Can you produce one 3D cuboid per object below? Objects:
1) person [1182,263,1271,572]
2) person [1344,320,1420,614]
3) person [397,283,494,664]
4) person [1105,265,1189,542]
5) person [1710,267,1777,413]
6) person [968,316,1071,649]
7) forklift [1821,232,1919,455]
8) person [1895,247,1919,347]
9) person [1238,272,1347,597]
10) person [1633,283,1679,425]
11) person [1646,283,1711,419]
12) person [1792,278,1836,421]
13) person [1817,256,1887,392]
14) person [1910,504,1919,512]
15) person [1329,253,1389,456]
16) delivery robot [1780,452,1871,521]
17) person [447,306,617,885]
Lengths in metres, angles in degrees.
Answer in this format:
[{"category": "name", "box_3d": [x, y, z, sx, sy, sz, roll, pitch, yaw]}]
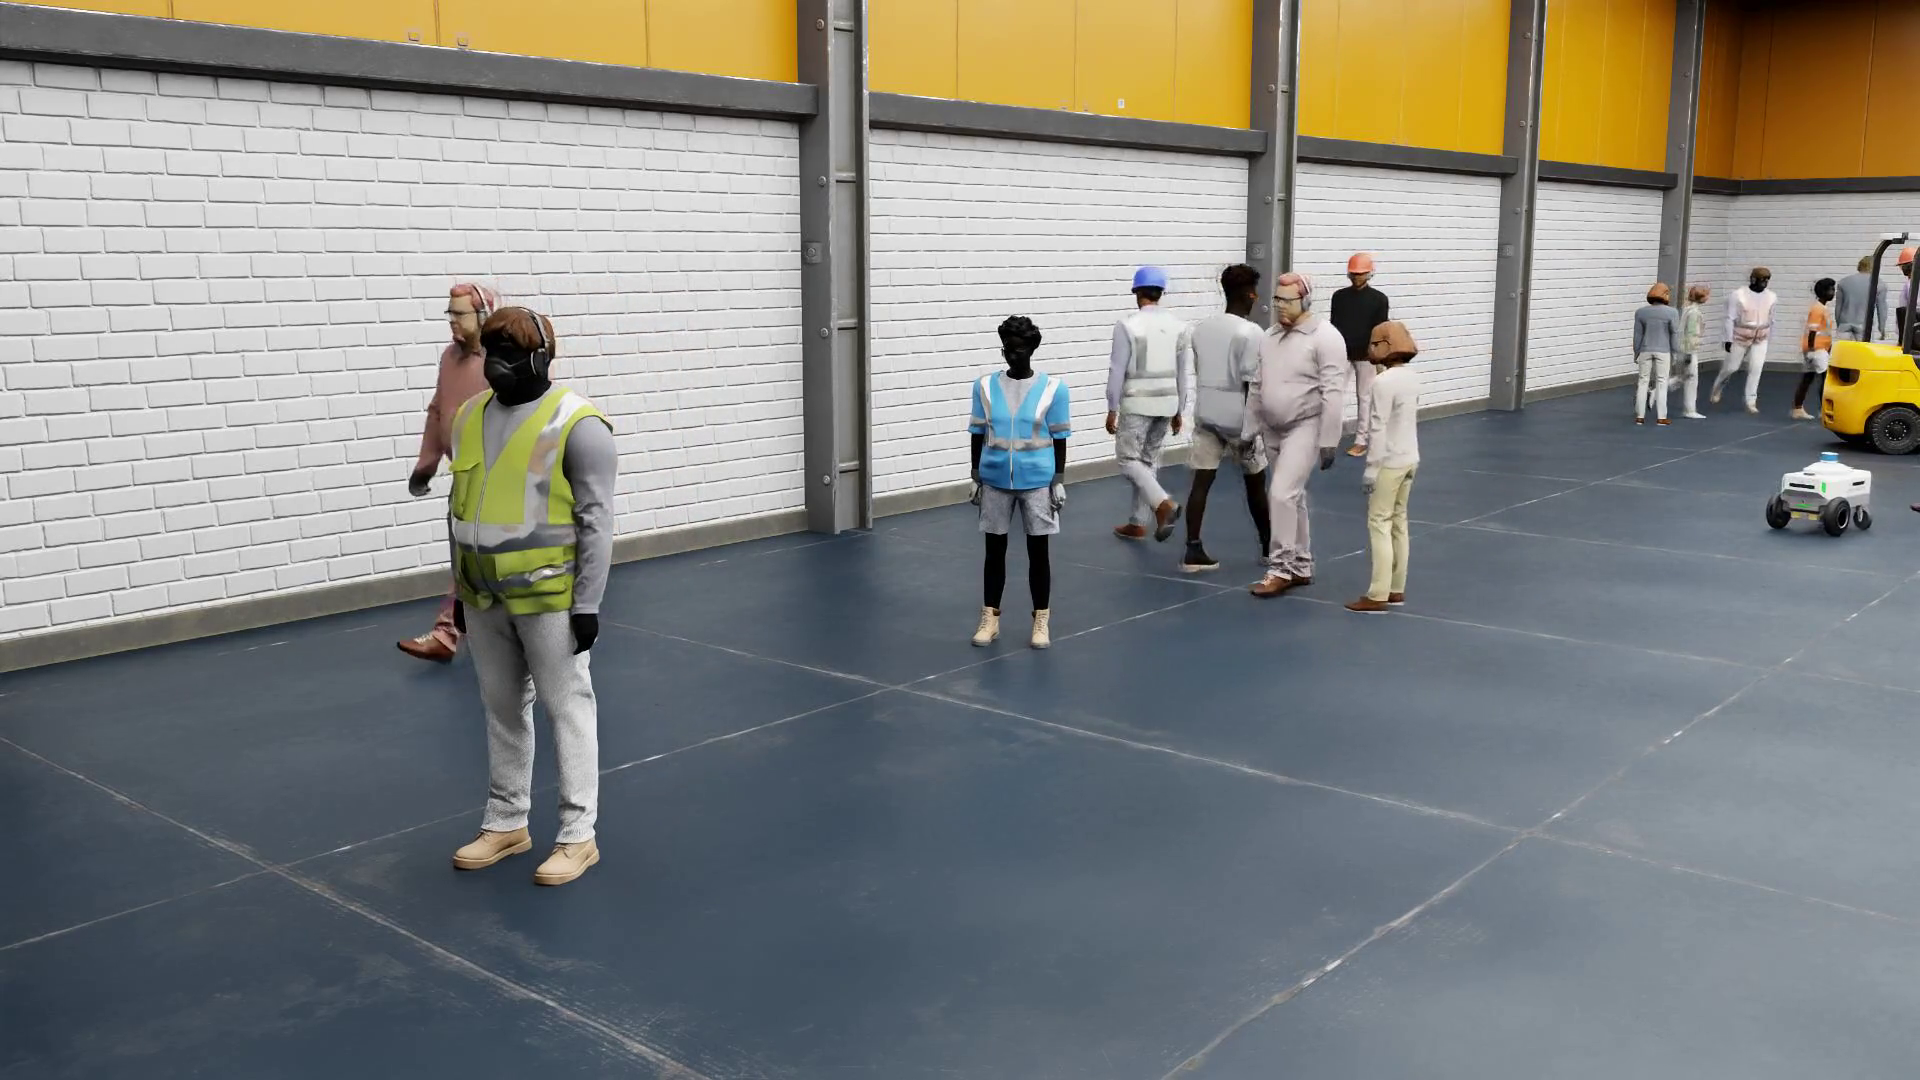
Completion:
[{"category": "person", "box_3d": [1.765, -0.774, 10.529, 0.956, 1.916, 0.636, -8, 13, -37]}, {"category": "person", "box_3d": [2.385, -0.405, 9.285, 0.318, 1.630, 0.512, 8, 13, 37]}, {"category": "person", "box_3d": [-2.423, -0.343, 8.305, 1.010, 1.852, 0.660, -10, 14, -44]}, {"category": "person", "box_3d": [1.309, -0.902, 11.292, 0.615, 1.917, 0.698, -6, 12, -32]}, {"category": "person", "box_3d": [9.821, -2.512, 20.828, 0.649, 1.811, 0.830, 1, 10, 3]}, {"category": "person", "box_3d": [0.293, -0.289, 8.439, 0.532, 1.692, 0.320, 2, 10, 13]}, {"category": "forklift", "box_3d": [9.955, -1.972, 16.595, 2.313, 2.155, 1.214, 1, 10, 8]}, {"category": "person", "box_3d": [11.400, -2.494, 20.025, 0.392, 2.034, 0.605, 7, 12, 36]}, {"category": "person", "box_3d": [1.859, -0.606, 9.696, 0.724, 1.883, 0.684, -5, 11, -27]}, {"category": "person", "box_3d": [7.981, -2.130, 19.093, 0.498, 1.633, 0.279, 8, 13, 38]}, {"category": "person", "box_3d": [8.569, -2.244, 19.767, 0.616, 1.613, 0.551, 4, 11, 20]}, {"category": "person", "box_3d": [10.138, -2.212, 19.453, 0.688, 1.673, 0.538, 6, 12, 31]}, {"category": "person", "box_3d": [12.323, -2.946, 22.940, 0.799, 1.916, 0.540, 9, 13, 41]}, {"category": "person", "box_3d": [7.880, -1.138, 12.833, 0.989, 1.853, 0.654, -1, 10, -7]}, {"category": "person", "box_3d": [3.778, -1.768, 16.044, 0.652, 1.971, 0.760, 7, 12, 36]}, {"category": "delivery robot", "box_3d": [6.240, -0.388, 11.975, 0.707, 0.478, 0.477, -7, 12, -36]}, {"category": "person", "box_3d": [-1.401, 0.178, 5.353, 0.627, 1.846, 0.429, 5, 11, 26]}]
